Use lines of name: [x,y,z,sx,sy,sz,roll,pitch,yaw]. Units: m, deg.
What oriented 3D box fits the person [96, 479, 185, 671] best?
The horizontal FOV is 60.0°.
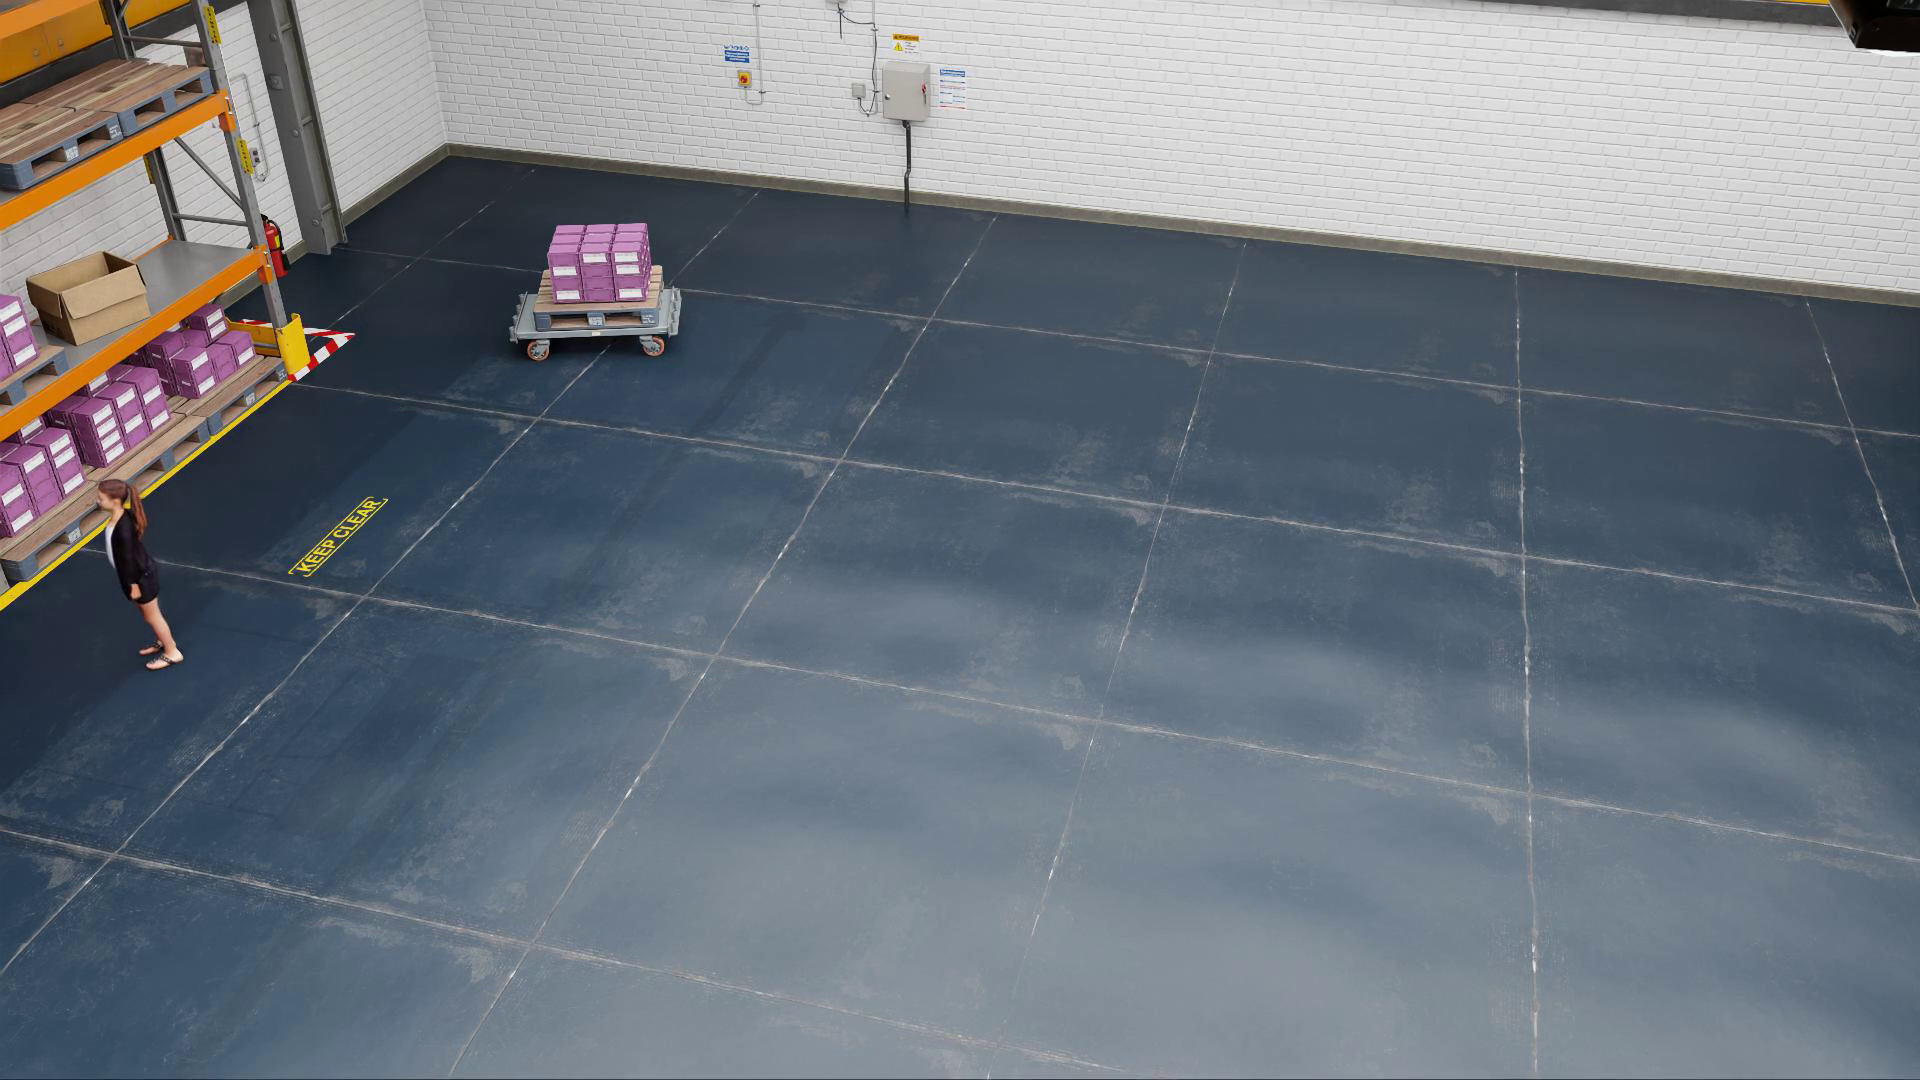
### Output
person: [-6.024,0.231,12.208,0.705,1.555,0.648,-19,38,-26]
